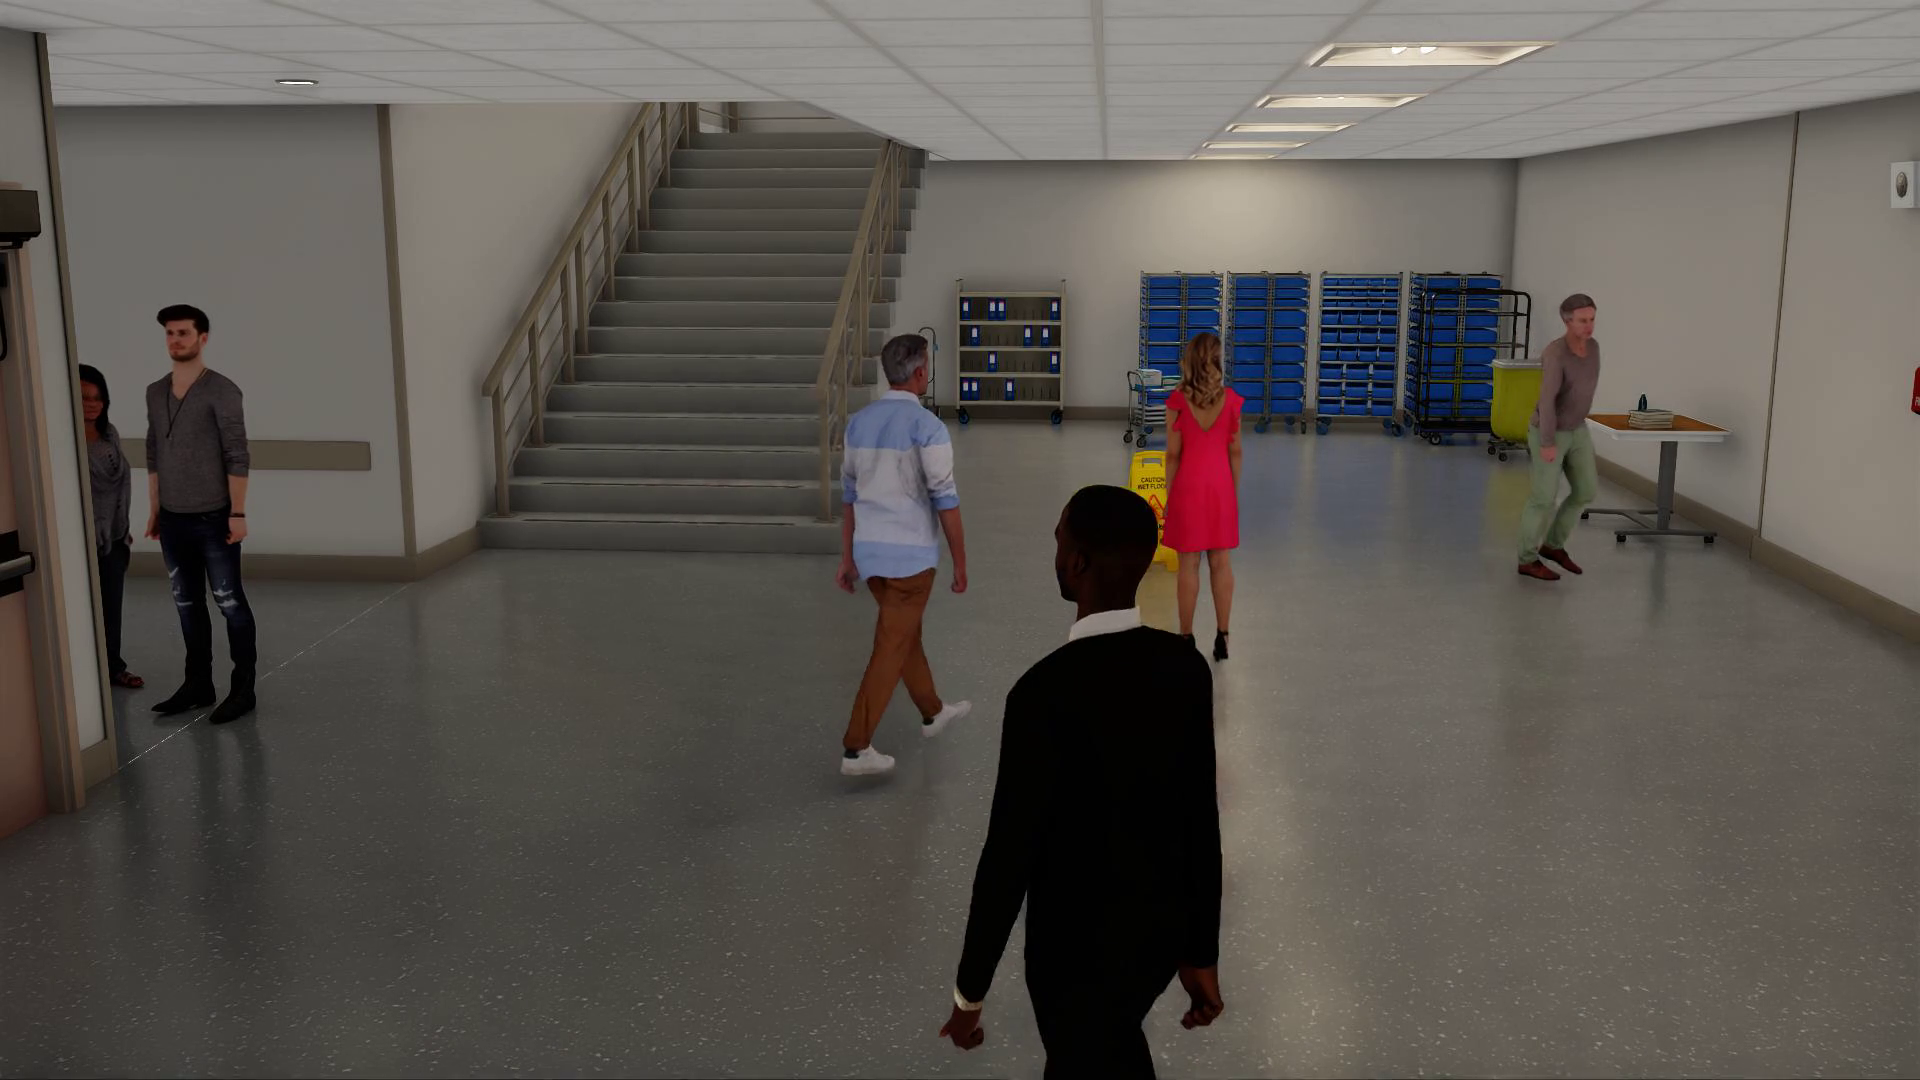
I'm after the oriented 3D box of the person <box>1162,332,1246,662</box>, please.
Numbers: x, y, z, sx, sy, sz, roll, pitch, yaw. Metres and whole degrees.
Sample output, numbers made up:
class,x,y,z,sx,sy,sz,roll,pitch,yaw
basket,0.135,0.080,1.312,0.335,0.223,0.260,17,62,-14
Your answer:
class,x,y,z,sx,sy,sz,roll,pitch,yaw
person,1.265,-0.228,8.678,0.599,1.728,0.575,-1,11,-3

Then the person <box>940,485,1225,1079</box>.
class,x,y,z,sx,sy,sz,roll,pitch,yaw
person,0.343,0.820,3.030,1.113,1.775,1.162,-9,14,-41

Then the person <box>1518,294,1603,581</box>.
class,x,y,z,sx,sy,sz,roll,pitch,yaw
person,3.772,-0.642,10.595,0.892,1.826,0.943,-9,14,-39

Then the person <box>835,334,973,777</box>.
class,x,y,z,sx,sy,sz,roll,pitch,yaw
person,-0.306,0.099,6.820,1.138,1.777,1.277,9,14,41

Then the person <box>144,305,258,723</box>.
class,x,y,z,sx,sy,sz,roll,pitch,yaw
person,-3.510,-0.133,7.694,0.753,1.909,0.671,4,11,19
